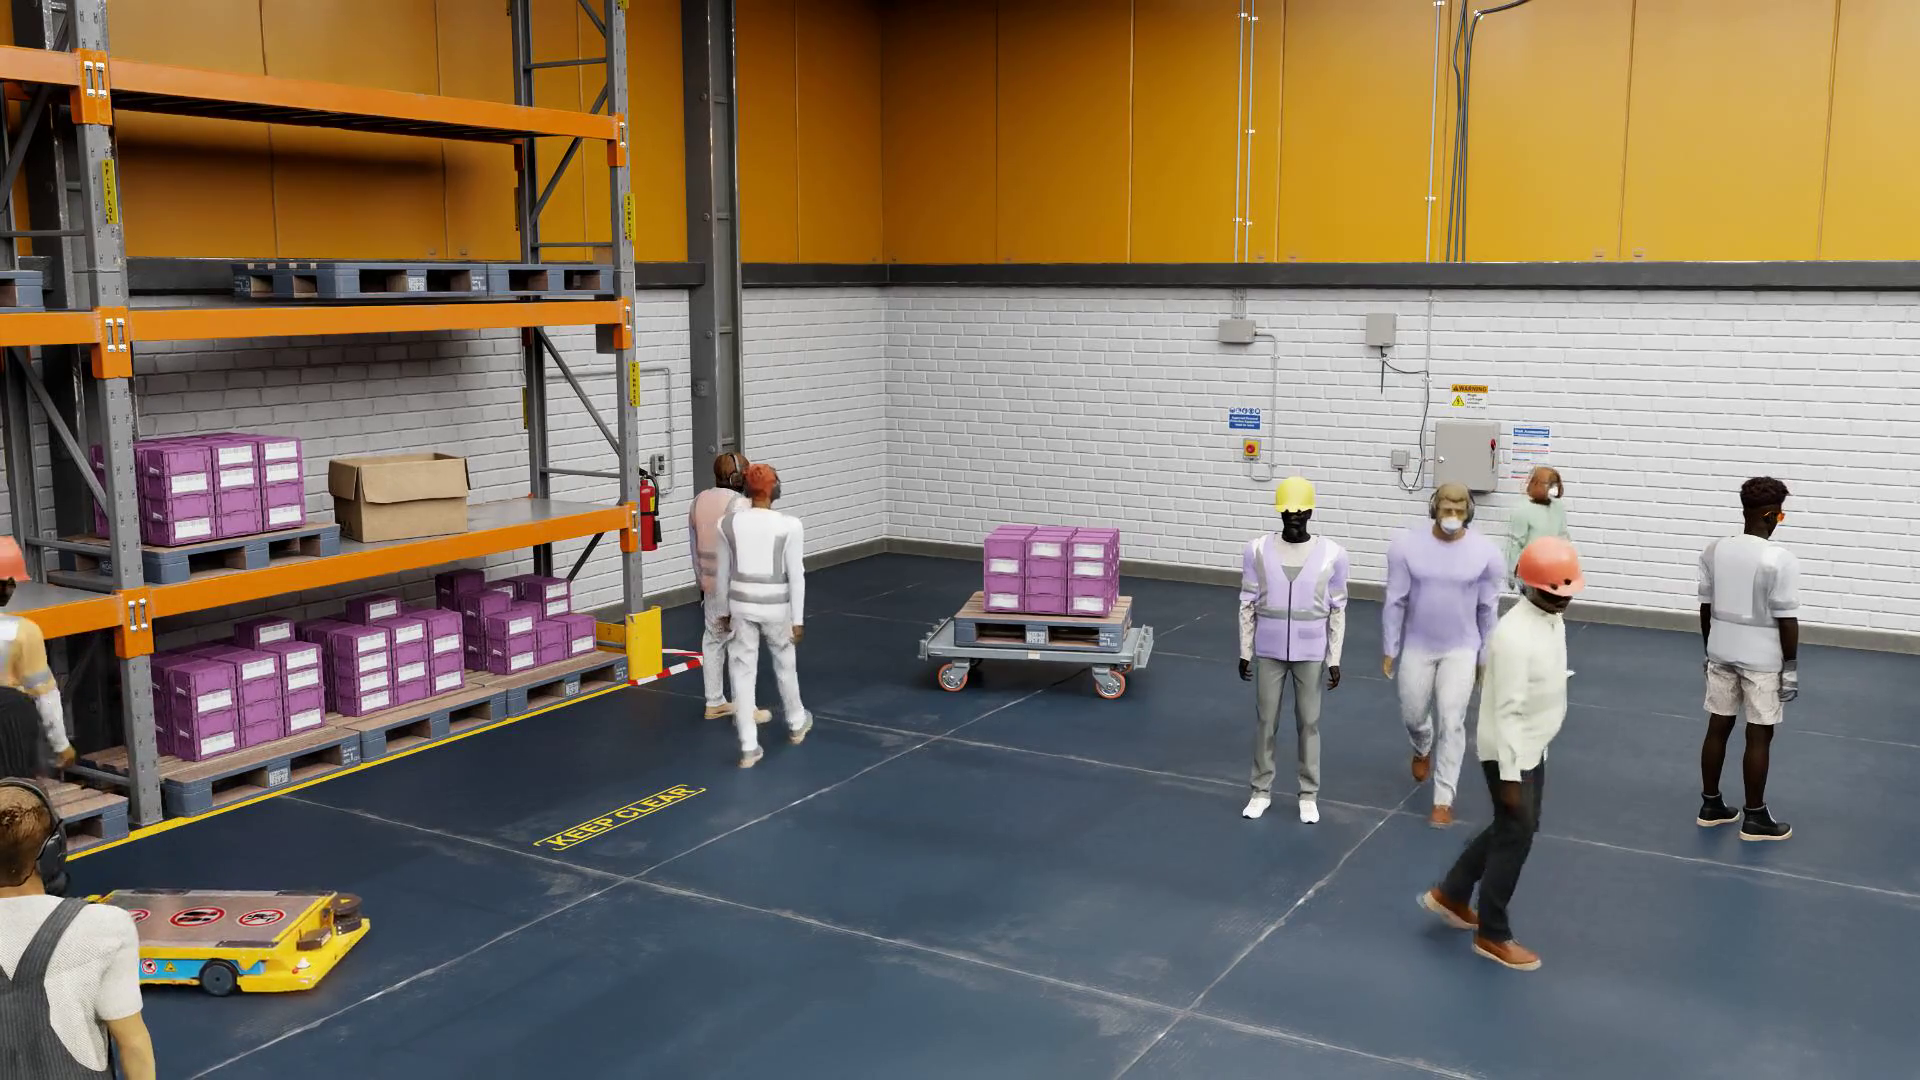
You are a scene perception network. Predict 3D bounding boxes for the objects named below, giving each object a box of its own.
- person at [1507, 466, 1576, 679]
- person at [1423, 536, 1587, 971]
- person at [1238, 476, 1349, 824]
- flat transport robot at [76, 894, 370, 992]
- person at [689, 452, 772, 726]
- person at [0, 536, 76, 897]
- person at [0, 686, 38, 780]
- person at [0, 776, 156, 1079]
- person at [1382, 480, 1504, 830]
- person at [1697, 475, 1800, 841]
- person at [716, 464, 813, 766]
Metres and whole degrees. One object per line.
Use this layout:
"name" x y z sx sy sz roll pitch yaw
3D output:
"person" 4.374 0.245 12.461 0.500 1.590 0.857 -5 11 -30
"person" 2.366 0.910 7.252 0.712 1.944 0.677 6 11 33
"person" 1.831 0.605 9.200 0.587 1.928 0.363 3 9 16
"flat transport robot" -3.413 1.739 7.271 1.431 0.197 0.652 0 9 2
"person" -1.537 0.323 11.225 0.631 1.842 0.428 8 12 41
"person" -4.273 0.913 7.420 0.556 1.871 1.014 1 9 6
"person" -3.292 1.162 5.655 0.774 1.960 0.604 2 9 11
"person" -2.222 1.472 4.040 0.513 1.845 0.335 -3 10 -19
"person" 2.700 0.594 9.316 0.631 1.914 0.751 4 10 21
"person" 4.246 0.627 8.945 0.367 1.964 0.604 -4 10 -25
"person" -1.223 0.436 10.489 0.601 1.846 0.871 1 9 9
